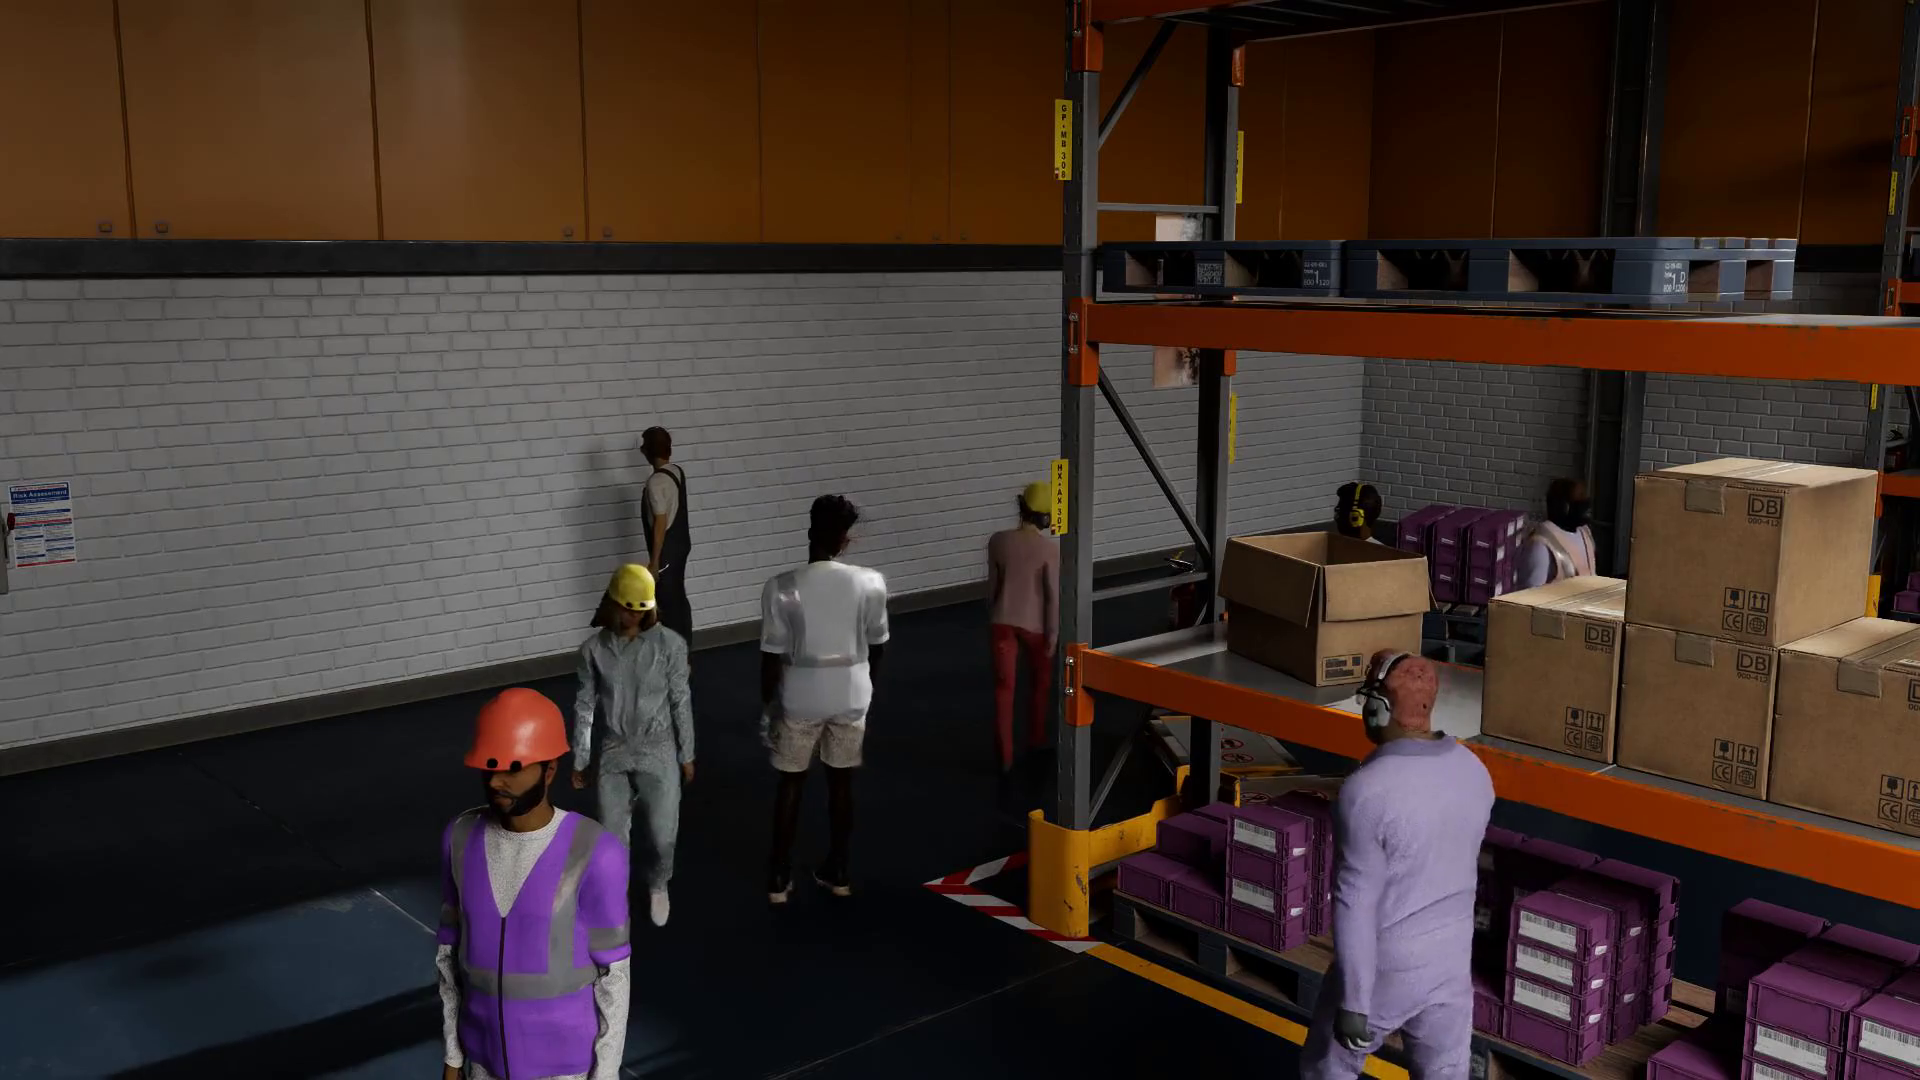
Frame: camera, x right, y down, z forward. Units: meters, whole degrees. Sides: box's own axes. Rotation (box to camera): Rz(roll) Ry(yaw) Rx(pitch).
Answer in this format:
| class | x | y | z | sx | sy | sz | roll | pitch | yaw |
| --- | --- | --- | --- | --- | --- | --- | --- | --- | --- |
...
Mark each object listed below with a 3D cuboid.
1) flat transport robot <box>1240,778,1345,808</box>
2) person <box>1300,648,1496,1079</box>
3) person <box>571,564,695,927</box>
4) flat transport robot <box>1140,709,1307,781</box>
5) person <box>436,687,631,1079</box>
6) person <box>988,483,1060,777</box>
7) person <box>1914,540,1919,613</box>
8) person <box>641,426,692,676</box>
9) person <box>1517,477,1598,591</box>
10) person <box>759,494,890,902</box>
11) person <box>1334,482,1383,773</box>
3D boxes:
| class | x | y | z | sx | sy | sz | roll | pitch | yaw |
| --- | --- | --- | --- | --- | --- | --- | --- | --- | --- |
| flat transport robot | 1.889 | 1.424 | 8.715 | 1.431 | 0.197 | 0.652 | -1 | 10 | -7 |
| person | 1.262 | 1.249 | 5.059 | 0.671 | 1.871 | 0.852 | -7 | 12 | -34 |
| person | -1.427 | 0.941 | 7.282 | 0.547 | 1.725 | 0.390 | 2 | 10 | 9 |
| flat transport robot | 1.515 | 1.255 | 9.703 | 0.652 | 0.197 | 1.431 | -1 | 10 | -6 |
| person | -1.129 | 1.331 | 4.376 | 0.545 | 1.942 | 0.352 | 3 | 10 | 14 |
| person | 0.412 | 0.506 | 9.869 | 0.516 | 1.714 | 0.756 | 4 | 10 | 22 |
| person | 6.464 | 0.292 | 10.782 | 0.647 | 1.828 | 0.529 | -6 | 11 | -30 |
| person | -2.094 | 0.111 | 11.809 | 0.345 | 1.842 | 0.505 | 2 | 10 | 11 |
| person | 3.395 | 0.518 | 9.580 | 0.959 | 1.805 | 0.637 | 8 | 12 | 39 |
| person | -0.652 | 0.738 | 7.855 | 0.649 | 1.938 | 0.511 | -3 | 10 | -17 |
| person | 2.068 | 0.627 | 8.712 | 0.312 | 1.869 | 0.536 | 3 | 10 | 19 |
